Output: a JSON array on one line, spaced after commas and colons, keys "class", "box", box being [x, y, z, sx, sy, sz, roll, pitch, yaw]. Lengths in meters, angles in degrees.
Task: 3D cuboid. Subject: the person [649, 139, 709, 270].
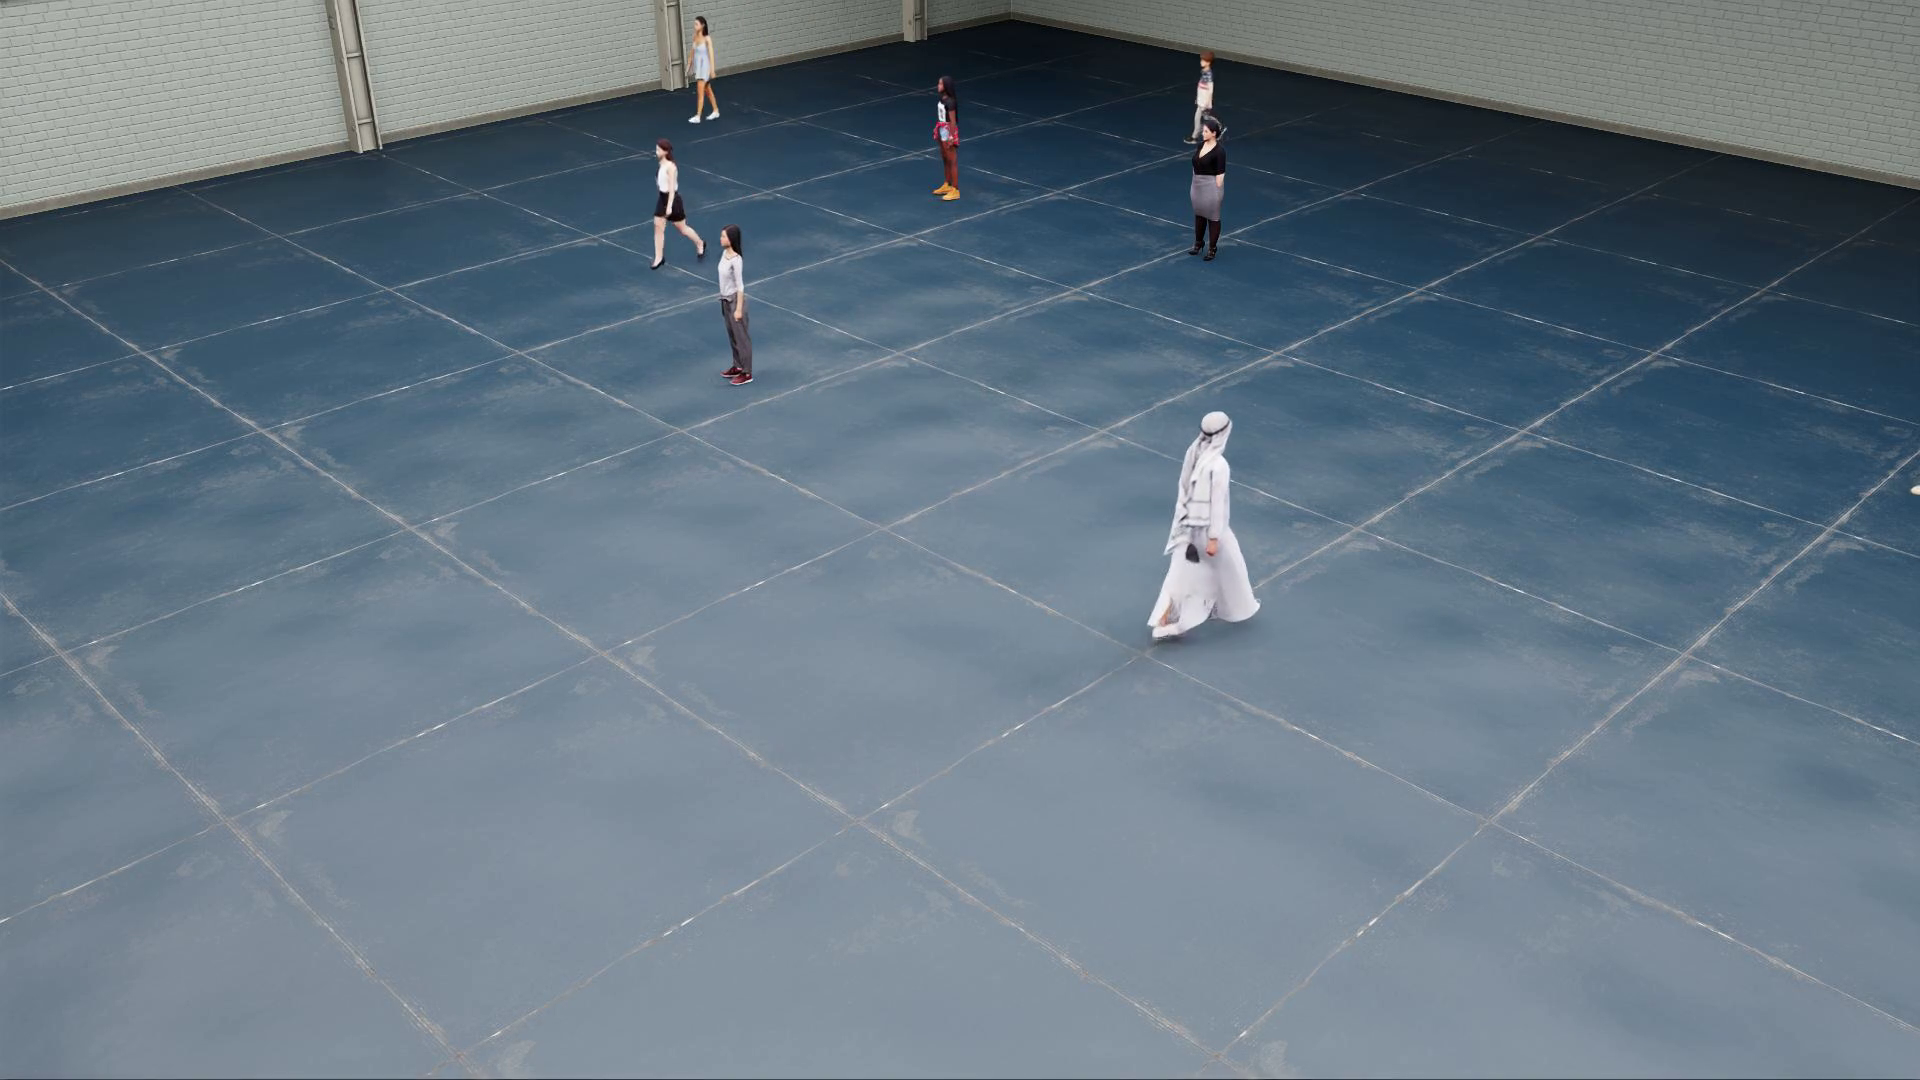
[{"class": "person", "box": [-3.556, -4.204, 20.877, 1.068, 1.615, 0.633, -21, 34, -34]}]

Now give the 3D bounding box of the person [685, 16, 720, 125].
[{"class": "person", "box": [-4.176, -7.785, 27.516, 0.650, 1.696, 1.003, 22, 35, 35]}]

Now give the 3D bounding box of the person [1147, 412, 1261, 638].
[{"class": "person", "box": [1.805, -0.066, 12.833, 1.345, 1.874, 0.970, -13, 31, -23]}]

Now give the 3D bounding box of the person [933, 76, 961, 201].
[{"class": "person", "box": [-0.171, -5.709, 23.585, 0.736, 1.727, 0.712, -9, 29, -17]}]

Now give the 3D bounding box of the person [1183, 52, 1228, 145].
[{"class": "person", "box": [3.936, -6.998, 26.331, 0.994, 1.420, 0.875, -3, 28, -6]}]

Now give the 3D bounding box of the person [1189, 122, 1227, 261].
[{"class": "person", "box": [3.163, -4.461, 21.206, 0.682, 1.759, 0.722, -17, 32, -29]}]

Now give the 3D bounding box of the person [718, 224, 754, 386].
[{"class": "person", "box": [-2.362, -2.494, 17.541, 0.639, 1.732, 0.665, -12, 30, -22]}]
